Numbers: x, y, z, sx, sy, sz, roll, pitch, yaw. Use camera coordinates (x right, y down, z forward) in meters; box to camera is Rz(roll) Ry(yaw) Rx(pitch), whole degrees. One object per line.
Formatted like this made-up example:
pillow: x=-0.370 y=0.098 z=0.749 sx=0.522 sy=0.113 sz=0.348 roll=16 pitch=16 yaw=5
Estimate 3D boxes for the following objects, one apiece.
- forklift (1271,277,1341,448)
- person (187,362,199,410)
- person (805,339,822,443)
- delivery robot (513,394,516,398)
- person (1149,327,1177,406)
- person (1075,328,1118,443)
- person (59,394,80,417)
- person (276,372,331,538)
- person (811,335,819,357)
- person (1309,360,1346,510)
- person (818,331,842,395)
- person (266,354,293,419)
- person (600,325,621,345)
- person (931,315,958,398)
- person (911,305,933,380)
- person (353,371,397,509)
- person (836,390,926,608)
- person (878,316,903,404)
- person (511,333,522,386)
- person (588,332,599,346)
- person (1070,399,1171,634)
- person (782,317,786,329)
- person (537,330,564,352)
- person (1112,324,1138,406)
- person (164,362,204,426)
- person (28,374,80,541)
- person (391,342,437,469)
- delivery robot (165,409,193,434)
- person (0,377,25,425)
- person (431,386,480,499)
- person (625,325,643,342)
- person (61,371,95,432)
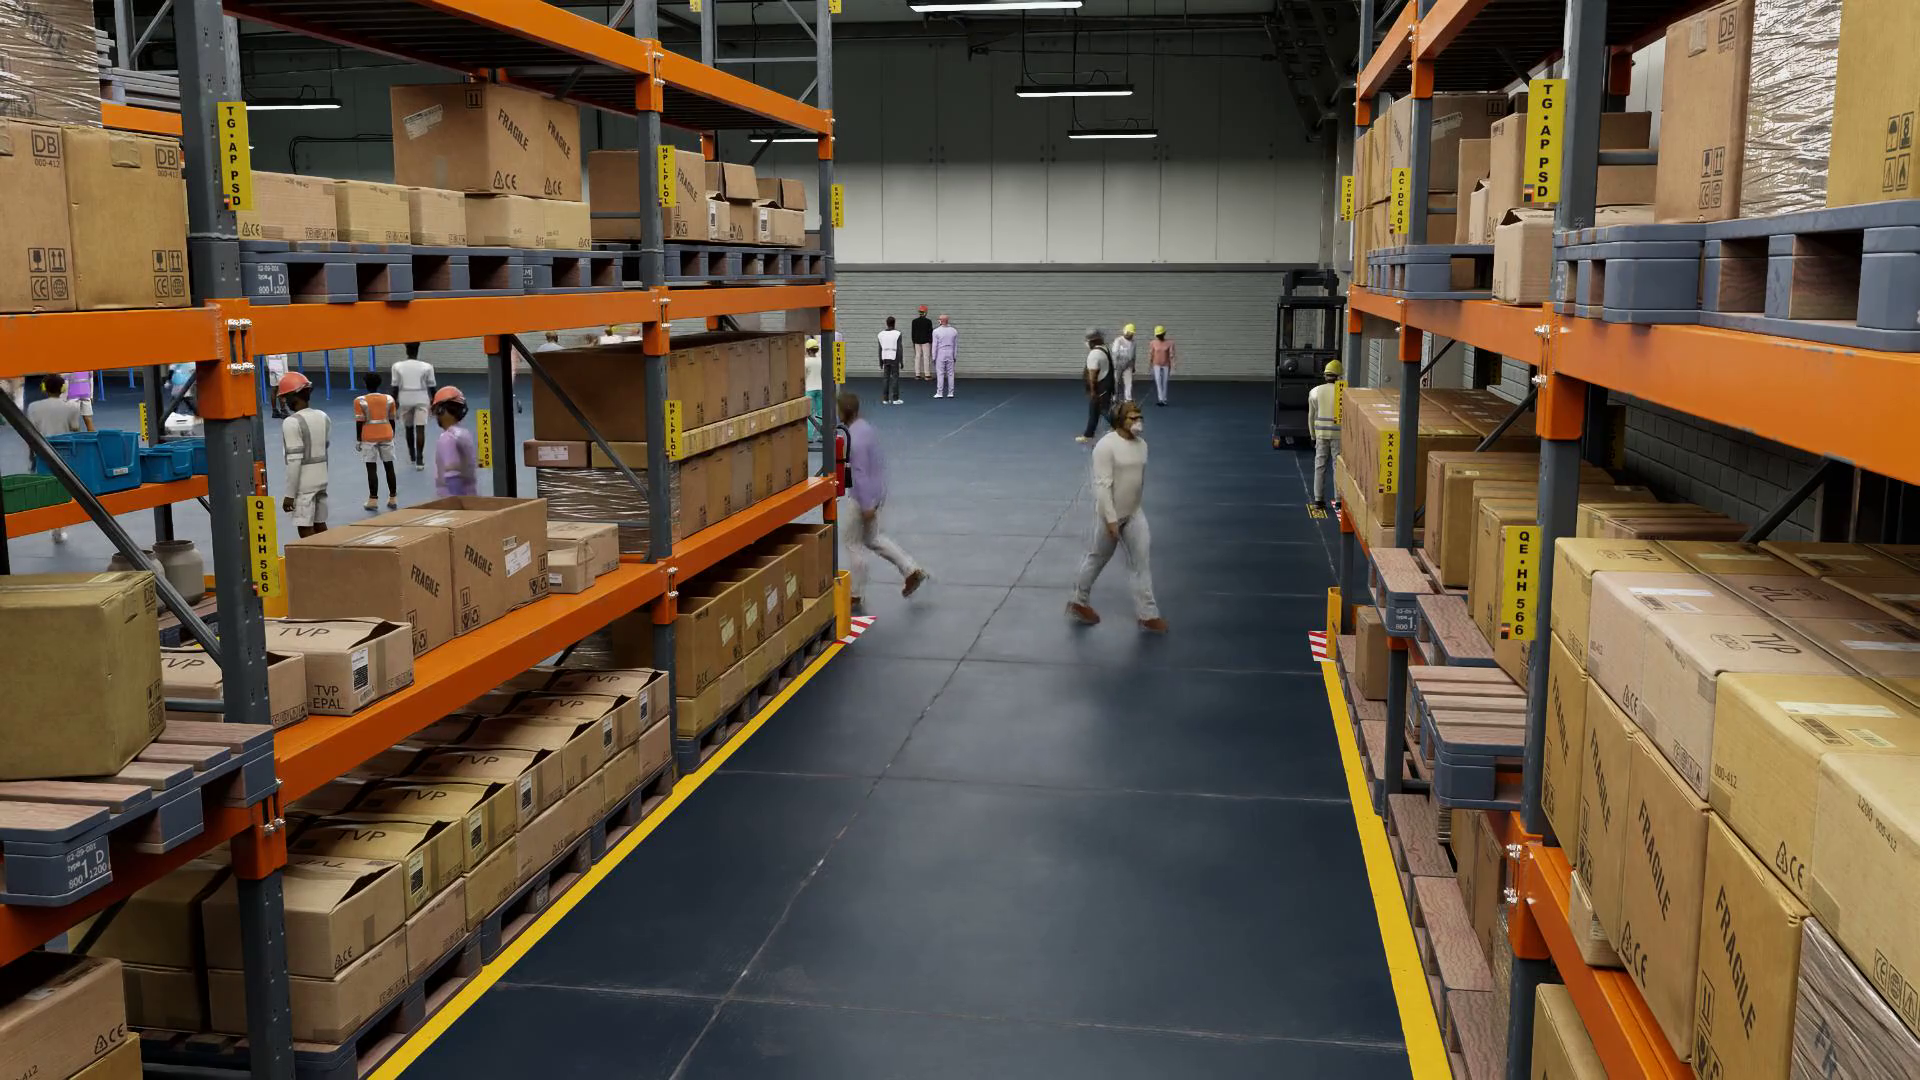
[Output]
forklift: x=5.847 y=-3.016 z=27.970 sx=1.129 sy=2.768 sz=1.873 roll=1 pitch=9 yaw=9
person: x=-15.830 y=-3.588 z=34.334 sx=0.550 sy=1.916 sz=0.730 roll=-3 pitch=10 yaw=-18
person: x=-2.501 y=-2.530 z=28.267 sx=0.532 sy=1.767 sz=0.326 roll=-7 pitch=12 yaw=-38
delivery robot: x=-9.380 y=-3.085 z=34.457 sx=0.335 sy=0.223 sz=0.698 roll=-4 pitch=10 yaw=-22
person: x=4.384 y=-3.747 z=35.925 sx=0.603 sy=1.702 sz=0.850 roll=2 pitch=9 yaw=10
person: x=2.447 y=-2.618 z=28.097 sx=0.951 sy=2.000 sz=0.721 roll=3 pitch=10 yaw=19
person: x=-14.407 y=-2.345 z=26.854 sx=0.409 sy=1.862 sz=0.615 roll=-7 pitch=11 yaw=-35
person: x=-5.823 y=-0.474 z=14.764 sx=0.389 sy=2.034 sz=0.605 roll=1 pitch=9 yaw=9
person: x=-3.411 y=-4.722 z=41.545 sx=0.626 sy=1.846 sz=0.429 roll=4 pitch=10 yaw=24
person: x=4.574 y=-1.290 z=20.420 sx=0.591 sy=1.830 sz=0.403 roll=6 pitch=11 yaw=34
person: x=-2.836 y=-3.886 z=36.132 sx=0.593 sy=1.924 sz=0.381 roll=-7 pitch=12 yaw=-37
person: x=-13.530 y=-3.388 z=33.052 sx=0.542 sy=1.930 sz=0.374 roll=6 pitch=11 yaw=31
person: x=-7.497 y=-3.753 z=35.577 sx=0.528 sy=1.849 sz=0.445 roll=4 pitch=10 yaw=22
person: x=-0.370 y=-4.218 z=38.233 sx=0.641 sy=1.913 sz=0.407 roll=-5 pitch=10 yaw=-27
person: x=-1.006 y=-5.312 z=44.718 sx=0.612 sy=1.995 sz=0.392 roll=4 pitch=10 yaw=25
person: x=-7.185 y=-1.232 z=20.470 sx=0.536 sy=1.697 sz=0.322 roll=-8 pitch=12 yaw=-42
person: x=-0.742 y=-0.358 z=14.472 sx=0.799 sy=1.908 sz=0.656 roll=0 pitch=9 yaw=3
person: x=-1.525 y=-3.960 z=36.620 sx=0.591 sy=1.918 sz=0.388 roll=5 pitch=10 yaw=26
person: x=-10.620 y=-4.329 z=39.030 sx=0.652 sy=1.881 sz=0.852 roll=-1 pitch=9 yaw=-4
person: x=-6.577 y=-2.853 z=30.129 sx=0.557 sy=1.804 sz=0.589 roll=-6 pitch=11 yaw=-33
person: x=1.296 y=-0.207 z=13.584 sx=0.630 sy=1.897 sz=1.027 roll=-7 pitch=12 yaw=-39
person: x=-3.863 y=-4.072 z=37.360 sx=0.939 sy=1.900 sz=0.605 roll=-5 pitch=11 yaw=-30
person: x=-7.028 y=-2.703 z=28.802 sx=0.632 sy=1.940 sz=0.372 roll=5 pitch=11 yaw=29
person: x=3.538 y=-3.745 z=35.753 sx=0.672 sy=1.769 sz=0.887 roll=-4 pitch=10 yaw=-25
person: x=-14.647 y=-2.946 z=31.194 sx=0.889 sy=1.646 sz=0.545 roll=-2 pitch=9 yaw=-11
person: x=-9.714 y=-0.882 z=17.868 sx=0.537 sy=1.839 sz=0.682 roll=-5 pitch=10 yaw=-27
person: x=-8.120 y=-2.043 z=24.807 sx=0.644 sy=1.905 sz=1.027 roll=-2 pitch=9 yaw=-12
delivery robot: x=-13.660 y=-2.032 z=28.760 sx=0.477 sy=0.478 sz=0.707 roll=8 pitch=12 yaw=41
person: x=-17.680 y=-3.064 z=30.902 sx=0.610 sy=1.979 sz=0.726 roll=-1 pitch=9 yaw=-9
person: x=-4.015 y=-0.243 z=13.472 sx=0.557 sy=1.992 sz=0.719 roll=-1 pitch=9 yaw=-4
person: x=-7.672 y=-4.265 z=39.391 sx=0.545 sy=1.627 sz=0.379 roll=2 pitch=9 yaw=11
person: x=-13.925 y=-2.283 z=26.215 sx=0.355 sy=1.938 sz=0.545 roll=5 pitch=10 yaw=26
